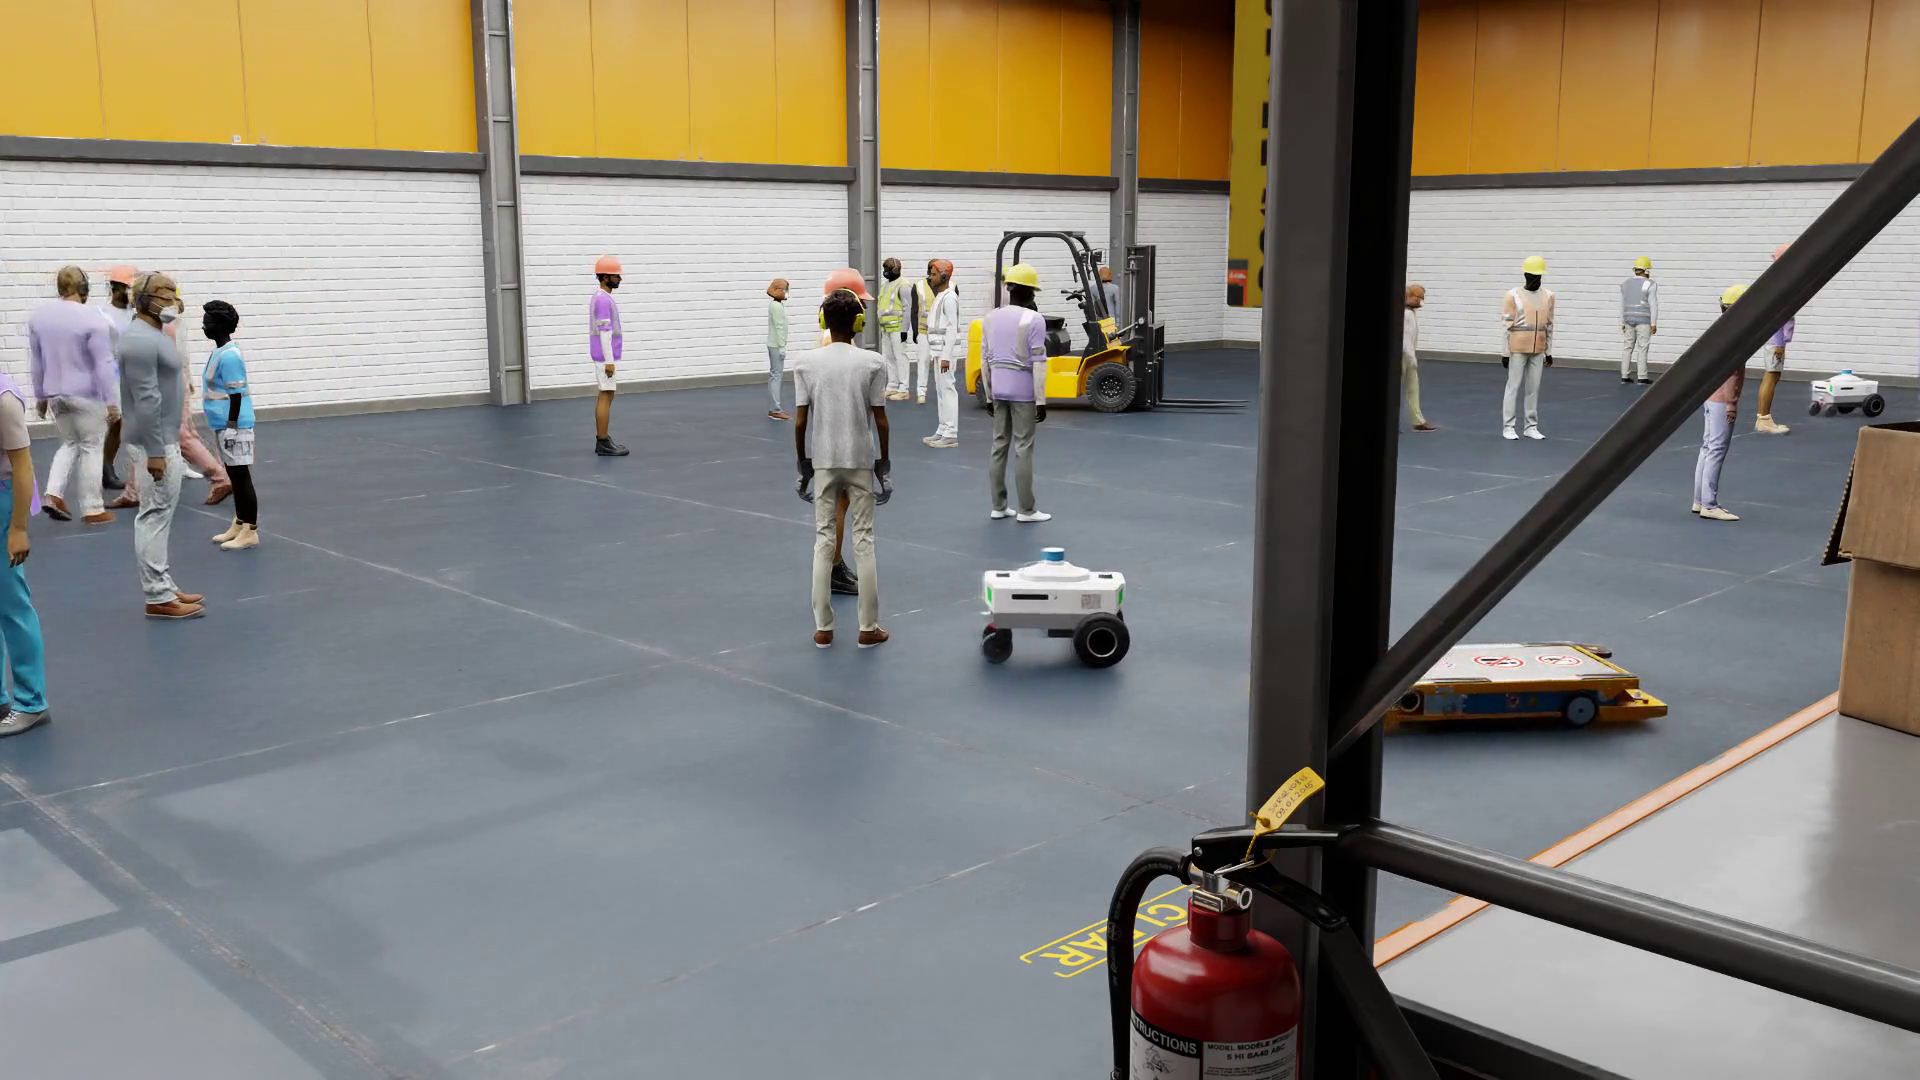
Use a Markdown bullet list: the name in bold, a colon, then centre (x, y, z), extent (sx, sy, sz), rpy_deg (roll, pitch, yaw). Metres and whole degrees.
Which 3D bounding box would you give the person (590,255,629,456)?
- **person**: centre (-3.402, -1.785, 16.161), extent (0.373, 1.934, 0.551), rpy_deg (-3, 11, -15)

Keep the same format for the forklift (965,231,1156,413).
- **forklift**: centre (1.222, -2.721, 20.561), extent (2.313, 2.155, 1.214), rpy_deg (2, 11, 13)

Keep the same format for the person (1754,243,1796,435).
- **person**: centre (8.835, -2.161, 17.922), extent (0.376, 2.041, 0.614), rpy_deg (4, 11, 22)

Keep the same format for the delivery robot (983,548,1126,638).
- **delivery robot**: centre (0.470, 0.282, 8.391), extent (0.707, 0.478, 0.477), rpy_deg (1, 10, 1)

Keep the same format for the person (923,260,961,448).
- **person**: centre (-0.174, -1.877, 16.811), extent (0.356, 1.883, 0.574), rpy_deg (-2, 11, -12)

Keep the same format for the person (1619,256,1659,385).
- **person**: centre (9.712, -3.130, 23.768), extent (0.404, 1.837, 0.590), rpy_deg (-7, 12, -33)

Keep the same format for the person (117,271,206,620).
- **person**: centre (-4.483, -0.526, 9.303), extent (0.372, 1.935, 0.629), rpy_deg (-4, 11, -20)

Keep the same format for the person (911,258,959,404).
- **person**: centre (-0.314, -2.638, 21.086), extent (0.621, 1.840, 0.430), rpy_deg (-1, 10, -8)

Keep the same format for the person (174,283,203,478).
- **person**: centre (-6.820, -1.367, 14.417), extent (0.316, 1.740, 0.492), rpy_deg (2, 11, 12)

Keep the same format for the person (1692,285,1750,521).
- **person**: centre (5.785, -1.036, 12.551), extent (0.323, 1.765, 0.532), rpy_deg (2, 11, 13)

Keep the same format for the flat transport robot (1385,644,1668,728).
- **flat transport robot**: centre (2.340, 0.642, 7.474), extent (1.431, 0.197, 0.652), rpy_deg (-1, 10, -6)

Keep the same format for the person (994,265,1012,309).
- **person**: centre (0.635, -2.962, 23.168), extent (0.923, 1.708, 0.540), rpy_deg (-4, 11, -20)

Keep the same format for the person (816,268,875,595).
- **person**: centre (-0.680, -0.643, 9.933), extent (0.361, 1.935, 0.553), rpy_deg (-1, 10, -6)

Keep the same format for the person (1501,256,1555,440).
- **person**: centre (5.937, -1.998, 17.379), extent (0.585, 1.922, 0.391), rpy_deg (-3, 11, -14)

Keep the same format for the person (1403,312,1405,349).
- **person**: centre (4.314, -1.930, 16.892), extent (0.369, 1.958, 0.602), rpy_deg (0, 10, 2)

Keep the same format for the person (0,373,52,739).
- **person**: centre (-4.168, -0.080, 7.115), extent (0.572, 1.843, 0.373), rpy_deg (5, 12, 26)

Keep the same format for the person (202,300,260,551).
- **person**: centre (-4.980, -0.780, 11.336), extent (0.319, 1.697, 0.532), rpy_deg (-6, 12, -30)

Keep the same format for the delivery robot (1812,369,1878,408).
- **delivery robot**: centre (10.446, -1.777, 19.633), extent (0.707, 0.478, 0.477), rpy_deg (-3, 11, -14)

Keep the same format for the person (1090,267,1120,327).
- **person**: centre (2.298, -3.514, 26.409), extent (0.500, 1.636, 0.282), rpy_deg (2, 11, 13)

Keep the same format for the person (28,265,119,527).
- **person**: centre (-6.464, -1.035, 12.119), extent (0.653, 1.920, 0.465), rpy_deg (2, 11, 12)

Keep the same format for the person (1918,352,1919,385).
- **person**: centre (8.854, -1.509, 14.779), extent (0.666, 1.892, 0.648), rpy_deg (10, 14, 43)

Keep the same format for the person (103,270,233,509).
- **person**: centre (-6.225, -1.174, 13.024), extent (0.961, 1.875, 0.651), rpy_deg (-5, 11, -25)

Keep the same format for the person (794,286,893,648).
- **person**: centre (-0.601, -0.366, 8.606), extent (0.521, 1.871, 0.325), rpy_deg (1, 10, 6)

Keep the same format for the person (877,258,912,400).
- **person**: centre (-0.861, -2.740, 21.629), extent (0.428, 1.842, 0.631), rpy_deg (-6, 12, -30)

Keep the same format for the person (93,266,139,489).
- **person**: centre (-6.896, -1.323, 13.818), extent (0.971, 1.868, 0.551), rpy_deg (3, 11, 13)

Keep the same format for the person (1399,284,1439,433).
- **person**: centre (4.858, -1.944, 17.924), extent (0.513, 1.619, 0.512), rpy_deg (6, 12, 28)

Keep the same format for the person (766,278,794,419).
- **person**: centre (-2.113, -2.225, 19.386), extent (0.279, 1.633, 0.497), rpy_deg (-2, 11, -13)

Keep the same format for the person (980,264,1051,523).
- **person**: centre (0.421, -1.088, 12.411), extent (0.589, 1.918, 0.392), rpy_deg (9, 14, 41)
